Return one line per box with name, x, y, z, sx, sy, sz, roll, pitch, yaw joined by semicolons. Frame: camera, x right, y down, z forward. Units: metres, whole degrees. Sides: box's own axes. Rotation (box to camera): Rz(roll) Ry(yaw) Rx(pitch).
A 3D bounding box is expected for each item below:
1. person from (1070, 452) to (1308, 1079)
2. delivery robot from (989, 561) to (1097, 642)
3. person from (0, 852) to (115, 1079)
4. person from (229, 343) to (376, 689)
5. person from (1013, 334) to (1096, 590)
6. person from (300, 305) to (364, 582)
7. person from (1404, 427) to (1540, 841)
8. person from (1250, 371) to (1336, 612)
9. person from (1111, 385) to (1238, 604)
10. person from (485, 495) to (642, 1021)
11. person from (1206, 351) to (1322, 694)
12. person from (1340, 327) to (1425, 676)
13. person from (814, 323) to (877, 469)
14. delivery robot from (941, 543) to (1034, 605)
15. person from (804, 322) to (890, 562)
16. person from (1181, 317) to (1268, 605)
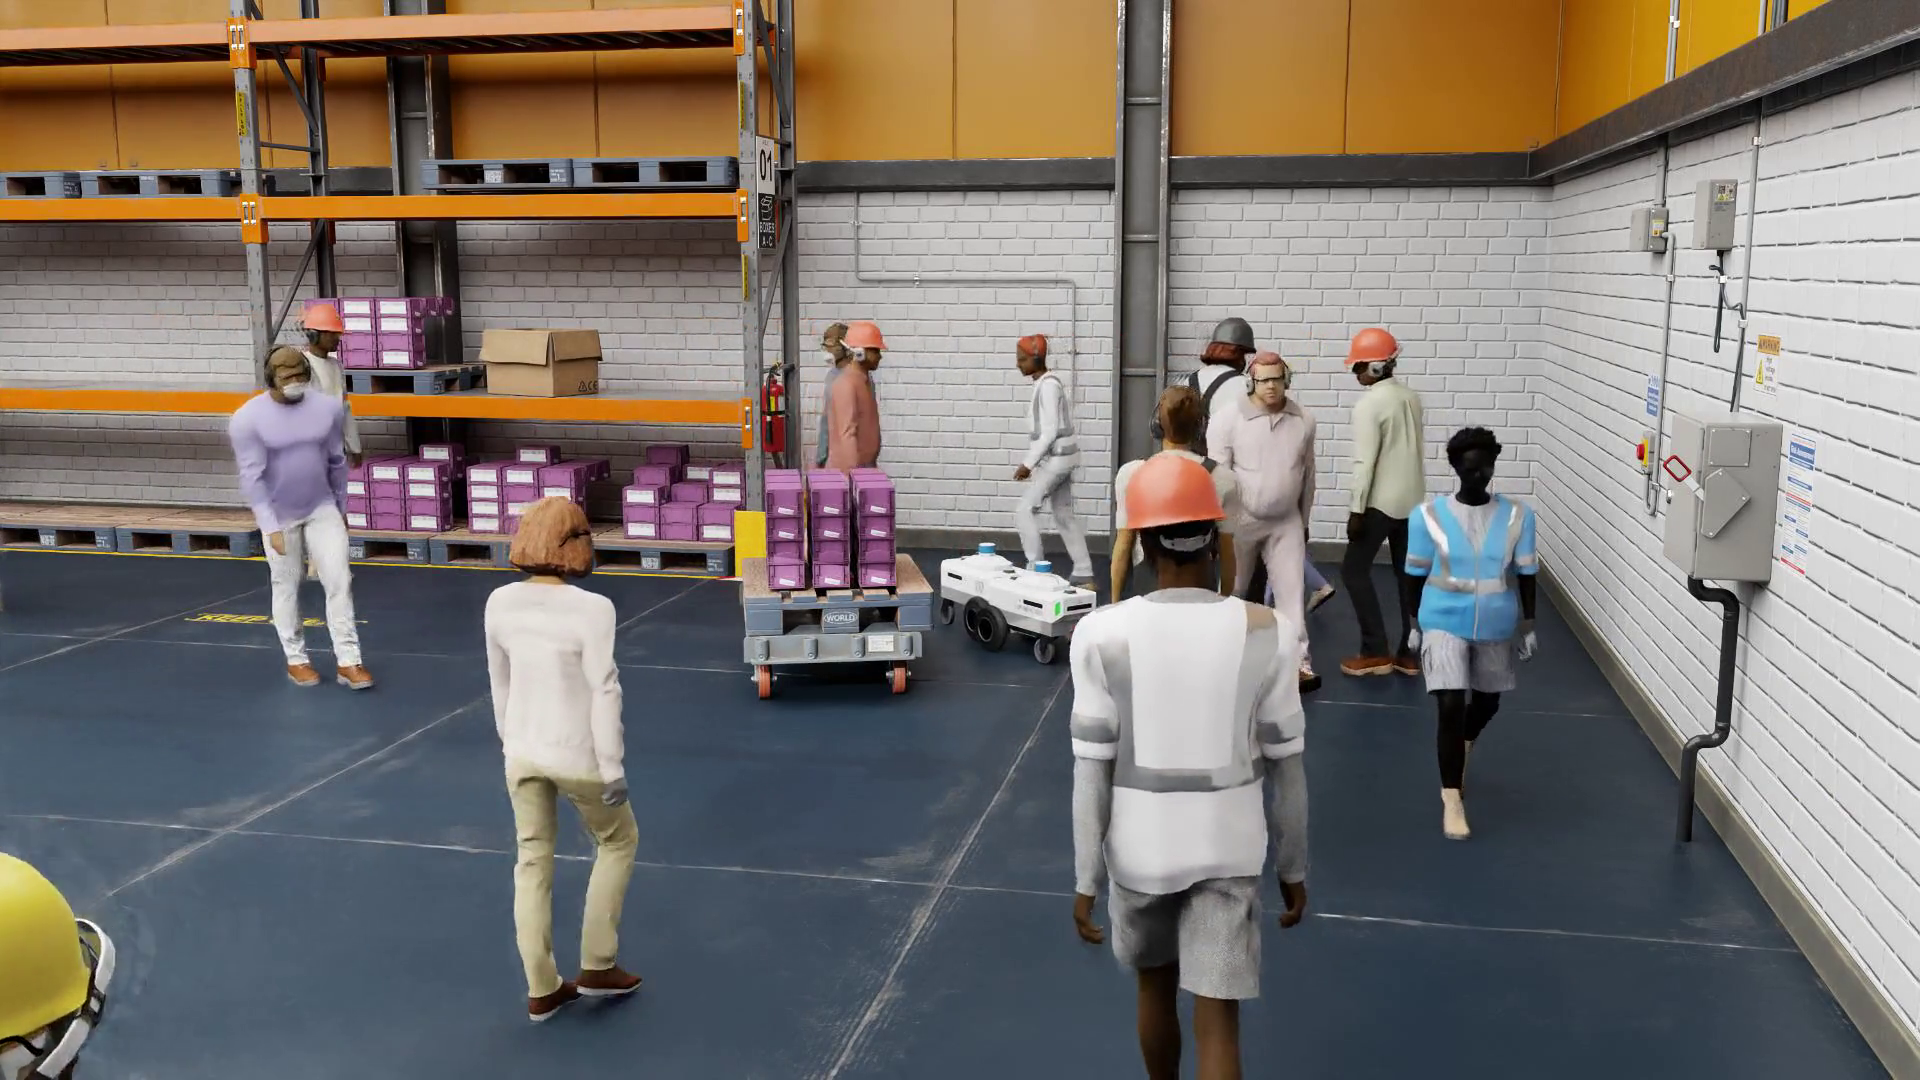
person;0.541;0.745;3.916;0.573;1.892;0.998;1;9;5
delivery robot;0.490;0.370;9.865;0.477;0.478;0.707;-7;12;-35
person;-0.883;1.155;1.709;0.594;1.797;0.901;4;10;22
person;-3.531;-0.103;8.939;0.646;1.897;0.812;-9;13;-43
person;0.621;-0.514;11.631;0.748;1.832;0.594;0;9;0
person;-4.547;-0.679;12.041;0.598;2.021;0.655;1;10;8
person;2.121;0.344;6.962;0.537;1.668;0.782;1;9;5
person;2.100;-0.320;10.741;0.573;1.731;0.558;1;10;8
person;0.872;0.285;6.807;0.546;1.832;0.457;-1;9;-6
person;-1.202;0.661;5.165;0.523;1.616;0.493;4;10;24
person;1.667;-0.100;9.102;0.675;1.844;1.024;-2;10;-11
person;2.383;-0.205;9.377;0.498;1.969;0.641;9;13;44
person;-0.894;-0.563;11.695;0.856;1.903;0.666;-3;10;-20
delivery robot;0.172;0.262;10.514;0.477;0.478;0.707;-5;11;-30
person;-0.734;-0.472;11.063;1.041;1.946;0.638;2;10;12
person;1.643;-0.347;10.000;0.734;2.000;0.704;-7;11;-35
